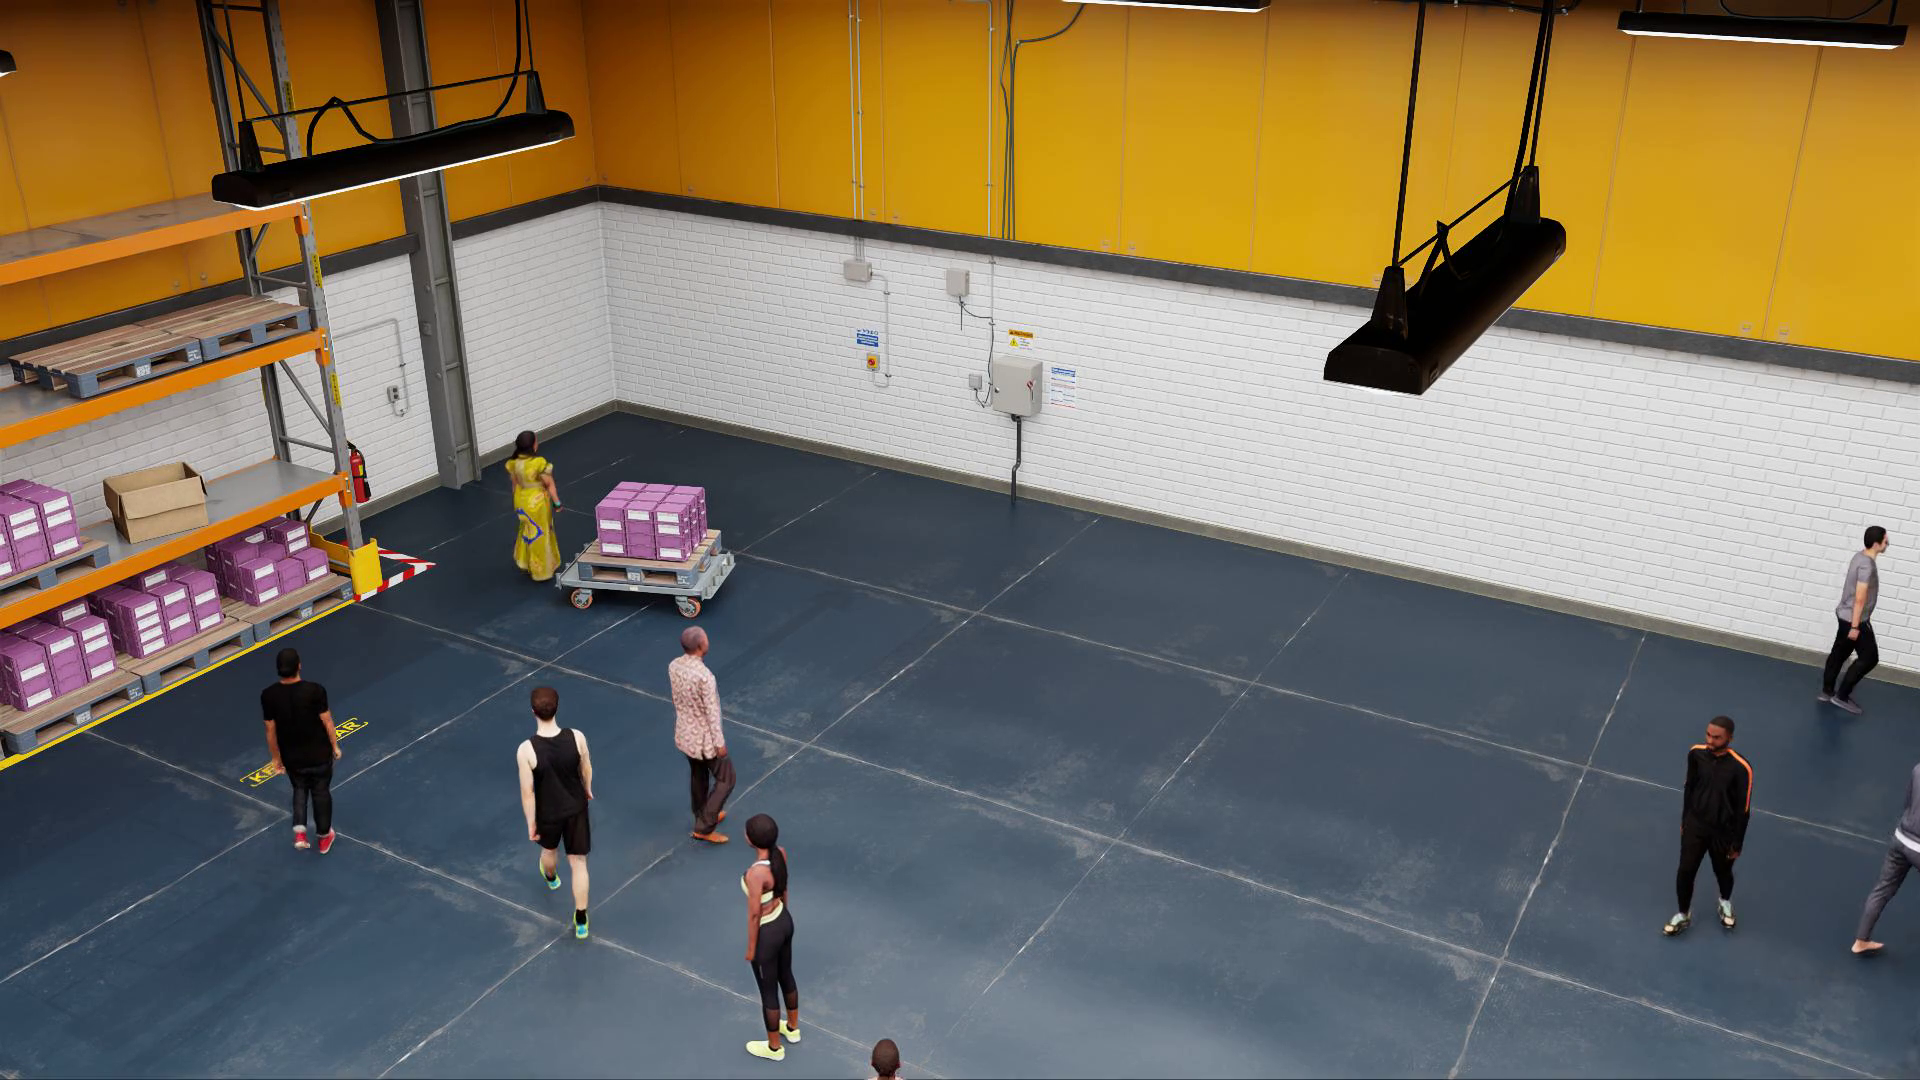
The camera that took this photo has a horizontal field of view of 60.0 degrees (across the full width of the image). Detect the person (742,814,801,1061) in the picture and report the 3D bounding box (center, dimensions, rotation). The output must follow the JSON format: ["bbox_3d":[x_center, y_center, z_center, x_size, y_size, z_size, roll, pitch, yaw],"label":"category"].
[{"bbox_3d":[-1.199,2.516,10.596,0.630,1.754,0.455,11,26,24],"label":"person"}]

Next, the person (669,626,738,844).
[{"bbox_3d":[-2.038,1.527,12.804,0.834,1.798,0.843,-21,31,-40],"label":"person"}]

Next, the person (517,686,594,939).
[{"bbox_3d":[-2.797,1.961,11.761,1.194,1.837,1.189,-9,25,-20],"label":"person"}]

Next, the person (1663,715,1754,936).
[{"bbox_3d":[5.368,2.000,11.769,0.785,1.759,0.990,21,31,39],"label":"person"}]

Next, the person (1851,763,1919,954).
[{"bbox_3d":[6.542,2.146,11.483,1.150,1.721,1.040,-8,25,-18],"label":"person"}]

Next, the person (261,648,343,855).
[{"bbox_3d":[-4.974,1.644,12.600,0.806,1.747,0.868,-2,24,-6],"label":"person"}]

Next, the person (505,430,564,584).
[{"bbox_3d":[-4.454,-0.312,17.199,0.811,1.648,0.701,11,26,24],"label":"person"}]

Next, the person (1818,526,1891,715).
[{"bbox_3d":[7.884,0.679,14.806,0.763,1.747,0.608,8,25,17],"label":"person"}]
